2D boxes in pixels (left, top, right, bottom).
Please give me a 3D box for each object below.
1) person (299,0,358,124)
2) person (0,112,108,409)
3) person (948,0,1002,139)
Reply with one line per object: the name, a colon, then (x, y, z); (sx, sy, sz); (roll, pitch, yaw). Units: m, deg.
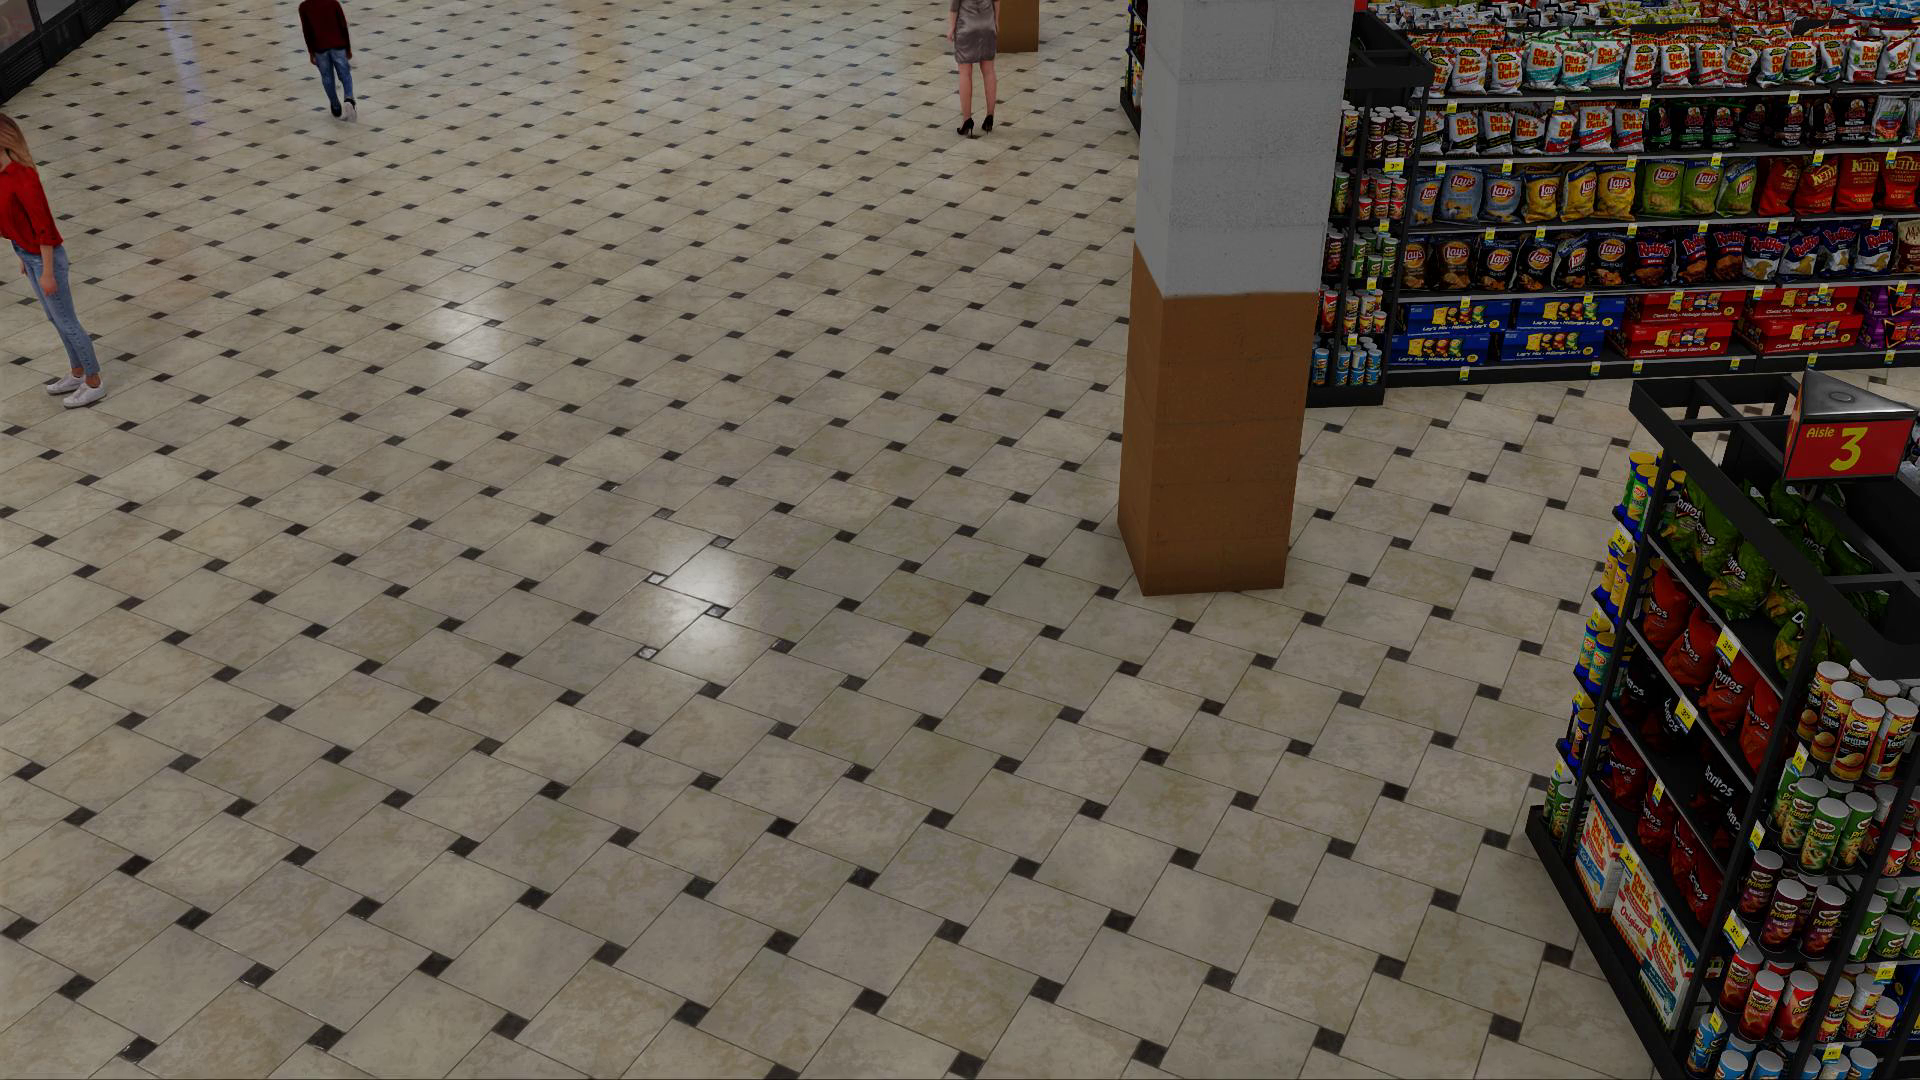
person: (-5.269, -4.113, 13.907); (0.753, 1.245, 0.699); (-13, 34, -20)
person: (-5.188, -1.579, 9.400); (0.715, 1.705, 0.683); (-27, 41, -36)
person: (0.123, -4.156, 13.503); (0.537, 1.746, 0.705); (-11, 33, -16)
